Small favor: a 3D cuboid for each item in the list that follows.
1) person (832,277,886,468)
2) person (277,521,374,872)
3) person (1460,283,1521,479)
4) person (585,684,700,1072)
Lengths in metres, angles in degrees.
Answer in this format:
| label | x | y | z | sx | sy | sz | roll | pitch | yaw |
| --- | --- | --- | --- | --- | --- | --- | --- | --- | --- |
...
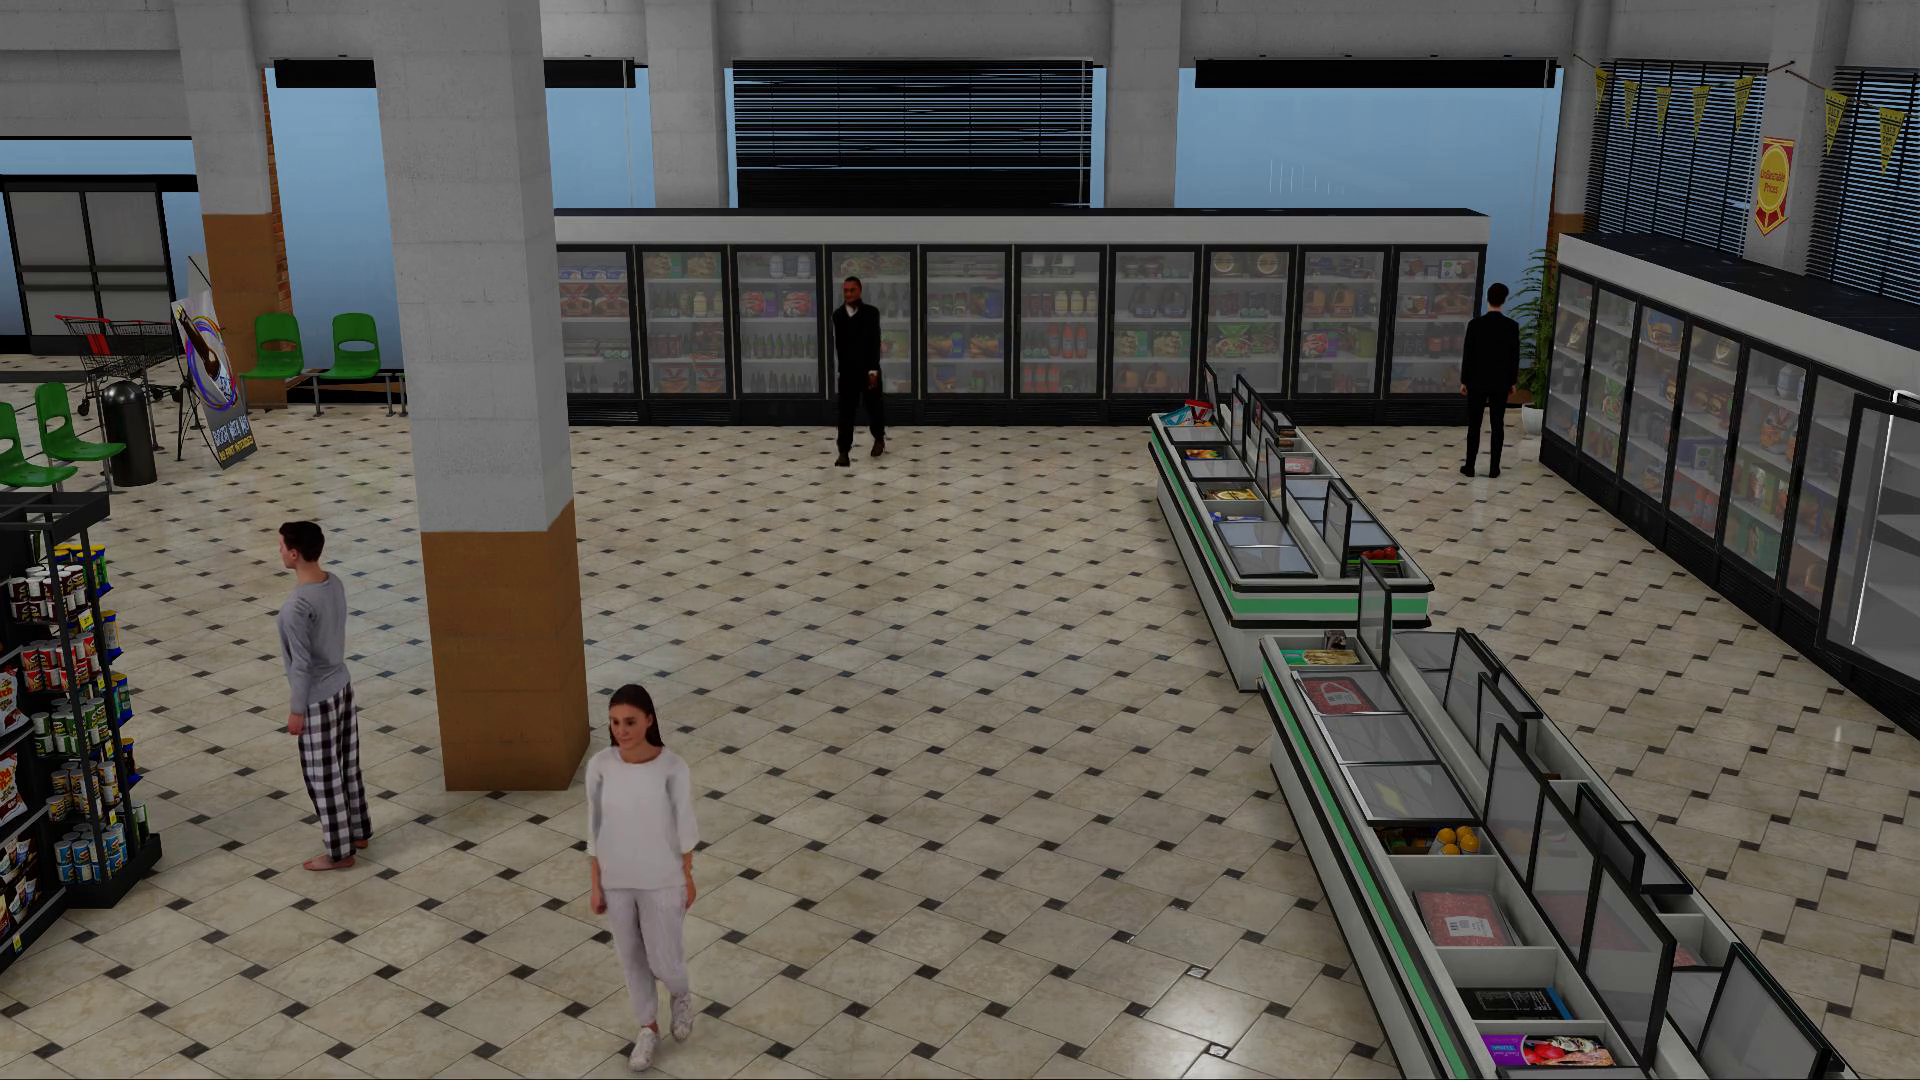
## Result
| label | x | y | z | sx | sy | sz | roll | pitch | yaw |
| --- | --- | --- | --- | --- | --- | --- | --- | --- | --- |
| person | -0.954 | -1.668 | 16.603 | 0.879 | 1.851 | 1.367 | 4 | 17 | 12 |
| person | -3.264 | 0.788 | 8.519 | 0.694 | 1.848 | 0.484 | 1 | 17 | 4 |
| person | 5.129 | -1.542 | 16.119 | 0.728 | 1.891 | 0.662 | 3 | 17 | 9 |
| person | -1.298 | 1.363 | 6.912 | 0.634 | 1.682 | 0.668 | 2 | 17 | 6 |
